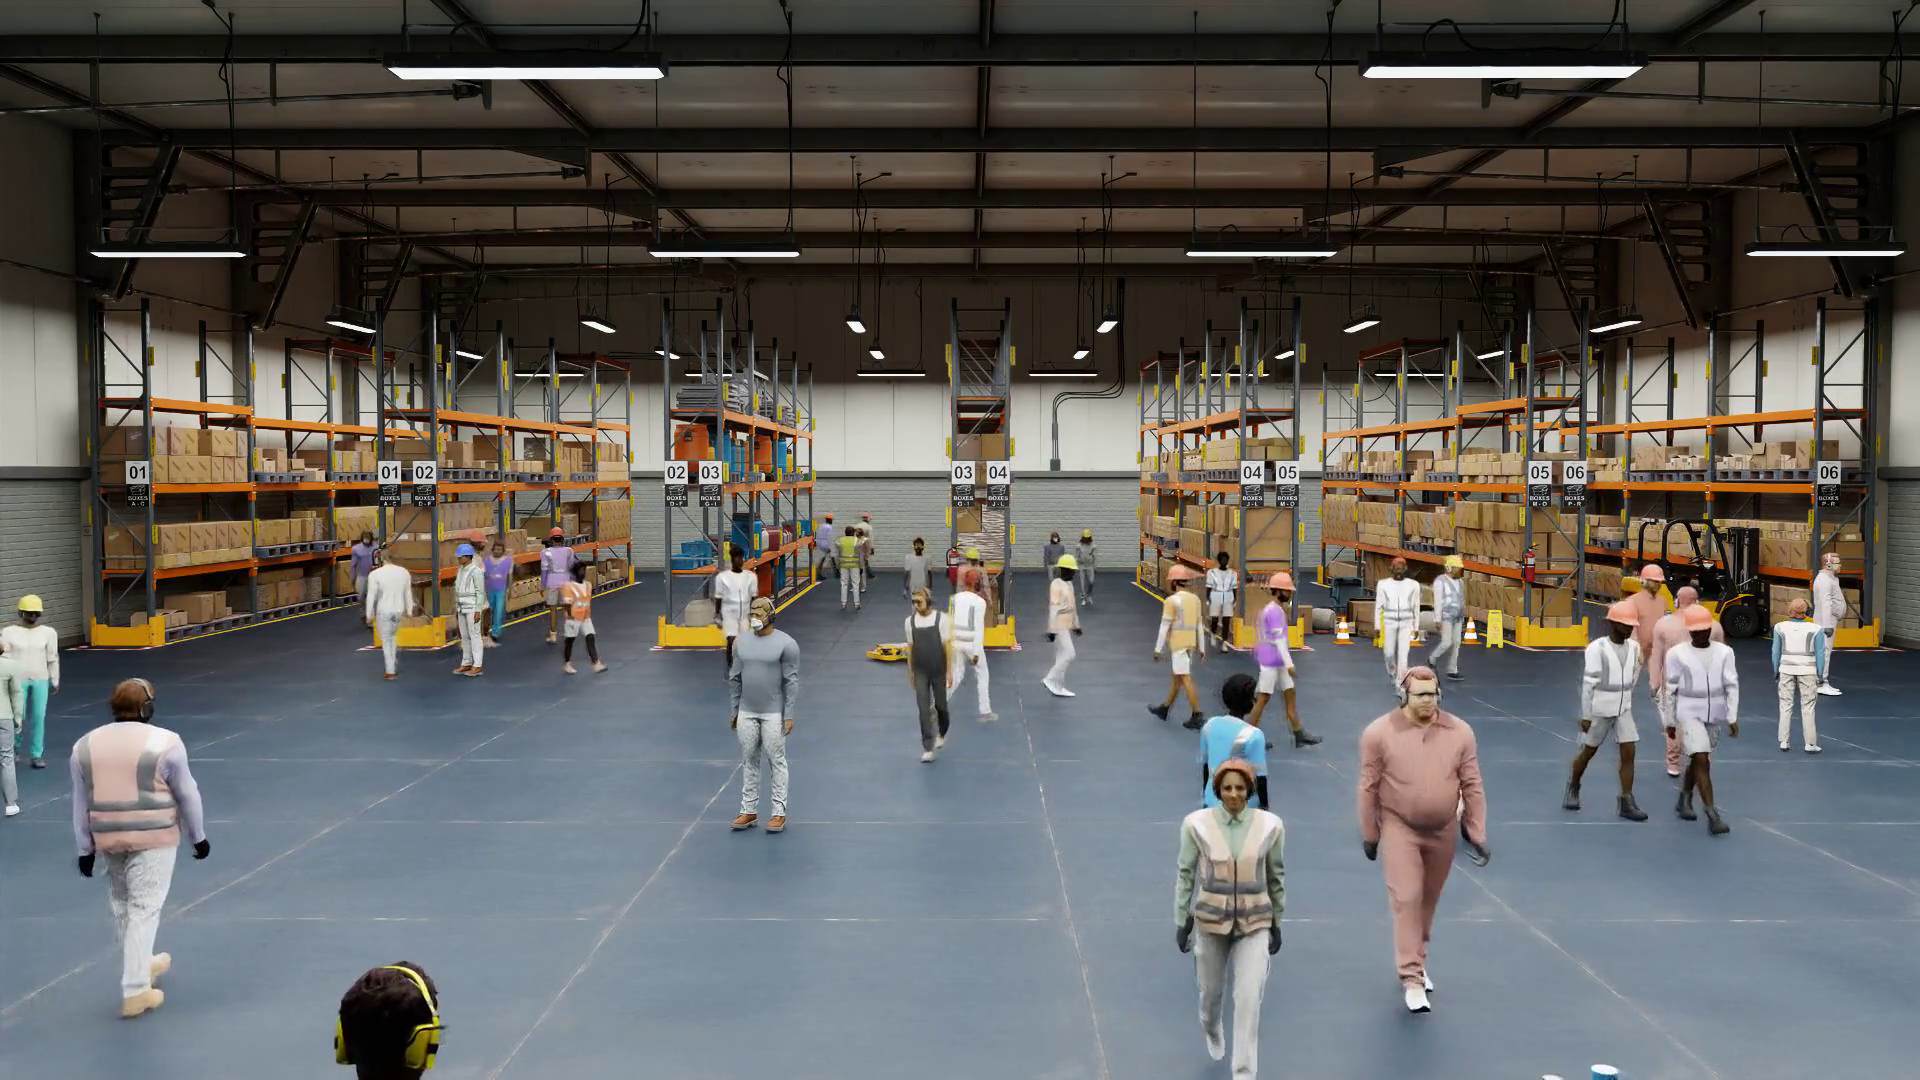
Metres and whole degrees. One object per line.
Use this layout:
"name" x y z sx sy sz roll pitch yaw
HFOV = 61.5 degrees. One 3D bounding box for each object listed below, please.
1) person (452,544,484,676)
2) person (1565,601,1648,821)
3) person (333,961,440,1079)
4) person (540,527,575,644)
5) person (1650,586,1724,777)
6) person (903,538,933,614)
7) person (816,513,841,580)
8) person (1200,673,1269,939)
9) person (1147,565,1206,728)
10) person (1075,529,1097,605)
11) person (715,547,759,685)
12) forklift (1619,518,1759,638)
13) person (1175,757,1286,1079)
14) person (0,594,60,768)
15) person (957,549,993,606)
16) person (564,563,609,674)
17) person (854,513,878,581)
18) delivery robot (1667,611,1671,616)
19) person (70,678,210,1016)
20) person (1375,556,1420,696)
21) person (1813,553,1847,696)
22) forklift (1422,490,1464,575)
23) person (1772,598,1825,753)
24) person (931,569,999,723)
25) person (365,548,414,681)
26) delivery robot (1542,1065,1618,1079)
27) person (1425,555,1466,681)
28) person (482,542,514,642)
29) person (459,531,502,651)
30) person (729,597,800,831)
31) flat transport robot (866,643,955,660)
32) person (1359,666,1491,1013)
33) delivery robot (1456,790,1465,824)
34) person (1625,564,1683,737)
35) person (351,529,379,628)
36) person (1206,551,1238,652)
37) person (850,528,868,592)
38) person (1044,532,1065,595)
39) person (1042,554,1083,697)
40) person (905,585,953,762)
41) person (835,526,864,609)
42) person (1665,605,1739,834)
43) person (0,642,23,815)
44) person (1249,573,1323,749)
"person" -7.242 1.024 23.760 0.615 1.945 0.404 2 3 43
"person" 5.604 1.452 14.083 0.564 1.884 0.846 -1 2 -16
"person" -1.264 1.871 3.564 0.512 1.859 0.336 0 2 1
"person" -7.085 0.792 28.399 0.605 2.045 0.385 -1 3 -31
"person" 7.027 1.387 15.590 0.676 1.874 0.717 1 2 20
"person" -0.762 0.866 29.320 0.536 1.830 0.960 0 2 2
"person" -3.663 0.193 45.500 0.996 1.878 0.564 -2 3 -36
"person" 1.759 1.687 10.253 0.373 1.683 0.557 -1 3 -30
"person" 2.556 1.241 19.033 0.593 1.883 0.987 -2 3 -42
"person" 2.857 0.621 36.667 0.498 1.731 0.395 0 2 1
"person" -3.105 1.065 22.702 0.612 1.941 0.665 -1 3 -25
"forklift" 13.417 0.684 29.791 2.313 2.155 1.214 0 2 0
"person" 1.292 1.827 7.747 0.522 1.609 0.739 0 2 6
"person" -9.360 1.418 16.242 0.544 1.750 0.399 -2 3 -42
"person" 0.225 0.999 27.386 0.540 1.699 0.928 -1 2 -19
"person" -5.552 1.163 23.762 0.847 1.650 0.554 2 3 36
"person" -2.647 0.210 44.576 1.020 1.915 0.627 -2 3 -44
"delivery robot" 12.483 1.498 28.461 0.707 0.478 0.477 2 3 40
"person" -4.562 1.679 9.067 0.635 1.831 0.644 0 2 6
"person" 5.907 1.144 21.782 0.589 1.865 0.729 1 2 15
"person" 11.706 1.124 21.744 0.403 1.911 0.637 1 3 28
"forklift" 13.926 -0.371 47.846 1.873 2.768 1.129 0 2 0
"person" 8.933 1.436 17.212 0.515 1.640 0.315 2 3 43
"person" 0.062 1.258 19.135 0.908 1.853 0.576 -2 3 -45
"person" -8.274 1.071 23.355 0.697 1.884 0.683 2 3 40
"delivery robot" 2.597 2.242 6.508 0.335 0.223 0.698 -1 3 -31
"person" 7.015 1.111 23.209 0.611 1.812 0.494 -1 3 -33
"person" -8.195 0.919 28.503 0.588 1.771 1.000 0 2 -2
"person" -8.036 0.863 27.091 0.831 2.012 0.625 0 2 -5
"person" -1.641 1.439 13.430 0.631 1.940 0.372 1 2 20
"flat transport robot" -0.726 1.780 26.046 1.431 0.197 0.652 -1 3 -28
"person" 2.602 1.648 8.975 0.659 1.864 0.930 0 2 -3
"delivery robot" 3.806 2.114 12.923 0.477 0.478 0.707 2 3 32
"person" 7.781 1.245 18.320 0.614 1.947 1.014 -1 2 -15
"person" -11.443 0.740 31.207 0.647 1.923 0.434 -1 2 -14
"person" 4.371 1.022 26.949 0.551 1.685 0.393 0 2 -3
"person" -2.546 0.500 40.785 0.512 1.639 0.311 1 3 30
"person" 2.257 0.598 38.709 0.507 1.615 0.645 0 2 -8
"person" 1.399 1.138 21.473 0.436 1.905 0.581 1 2 19
"person" -0.298 1.364 16.844 0.541 1.818 0.747 0 2 12
"person" -2.438 0.603 35.680 0.624 1.844 0.430 0 2 5
"person" 6.203 1.470 13.537 0.540 1.875 1.014 0 2 2
"person" -8.356 1.571 13.909 0.498 1.632 0.285 -2 3 -34
"person" 3.481 1.308 17.303 0.930 1.893 0.564 1 2 17
